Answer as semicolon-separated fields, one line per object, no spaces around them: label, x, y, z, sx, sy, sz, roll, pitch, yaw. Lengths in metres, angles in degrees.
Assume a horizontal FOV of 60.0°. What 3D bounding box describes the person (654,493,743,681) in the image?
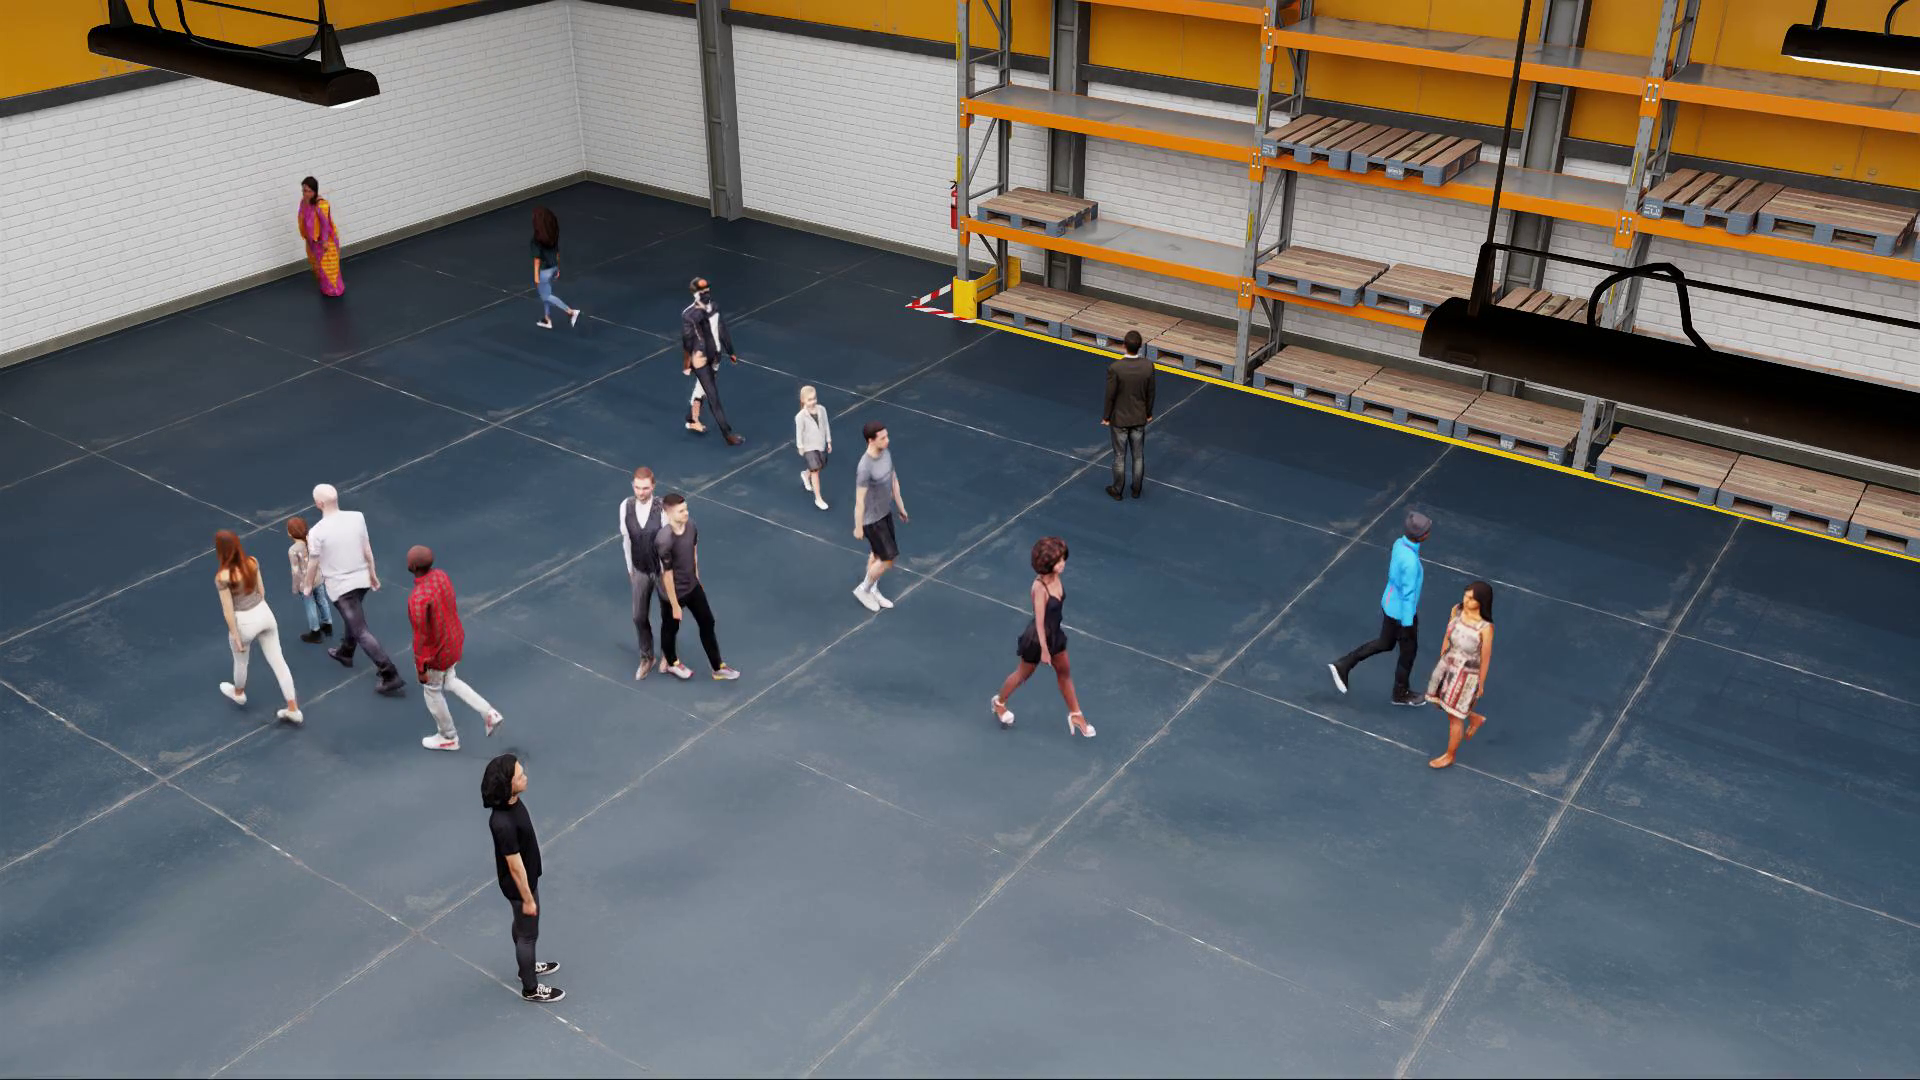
person;-2.373;0.393;13.755;0.938;1.741;0.699;16;33;27

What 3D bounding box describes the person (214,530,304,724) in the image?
person;-5.554;0.718;13.218;1.087;1.684;0.596;18;33;29

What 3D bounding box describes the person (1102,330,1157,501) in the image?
person;1.700;-1.258;16.715;0.742;1.805;0.779;-7;29;-13

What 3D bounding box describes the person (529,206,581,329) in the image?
person;-5.114;-3.364;20.791;0.996;1.598;0.741;10;30;18

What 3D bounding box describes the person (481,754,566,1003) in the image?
person;-2.787;2.116;10.497;0.772;1.836;0.681;-9;30;-15

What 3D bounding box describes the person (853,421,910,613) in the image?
person;-0.844;-0.231;14.777;0.783;1.858;0.750;10;30;18

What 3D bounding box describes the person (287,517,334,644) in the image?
person;-5.650;0.336;14.429;0.492;1.195;0.511;14;32;24

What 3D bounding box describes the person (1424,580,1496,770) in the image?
person;3.921;1.002;12.753;0.892;1.631;0.871;-13;31;-23

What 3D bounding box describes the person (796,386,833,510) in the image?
person;-1.497;-0.979;16.773;0.655;1.259;0.880;-20;35;-33

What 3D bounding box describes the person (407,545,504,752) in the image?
person;-3.942;0.860;12.831;1.031;1.805;0.875;6;29;11

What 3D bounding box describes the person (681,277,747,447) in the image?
person;-2.804;-1.944;17.934;1.173;1.841;0.723;16;32;27

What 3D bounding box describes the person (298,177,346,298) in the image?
person;-8.442;-4.024;21.952;0.880;1.644;0.683;-19;34;-31

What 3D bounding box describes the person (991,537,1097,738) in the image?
person;0.566;0.782;13.051;1.151;1.732;0.722;13;31;22

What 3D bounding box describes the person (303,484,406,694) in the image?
person;-4.950;0.427;13.641;1.258;1.790;0.737;16;32;26

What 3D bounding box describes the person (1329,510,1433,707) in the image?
person;3.440;0.571;13.394;1.130;1.774;0.980;1;29;1

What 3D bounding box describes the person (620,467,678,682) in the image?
person;-2.517;0.210;13.905;0.789;1.917;0.856;5;29;9
